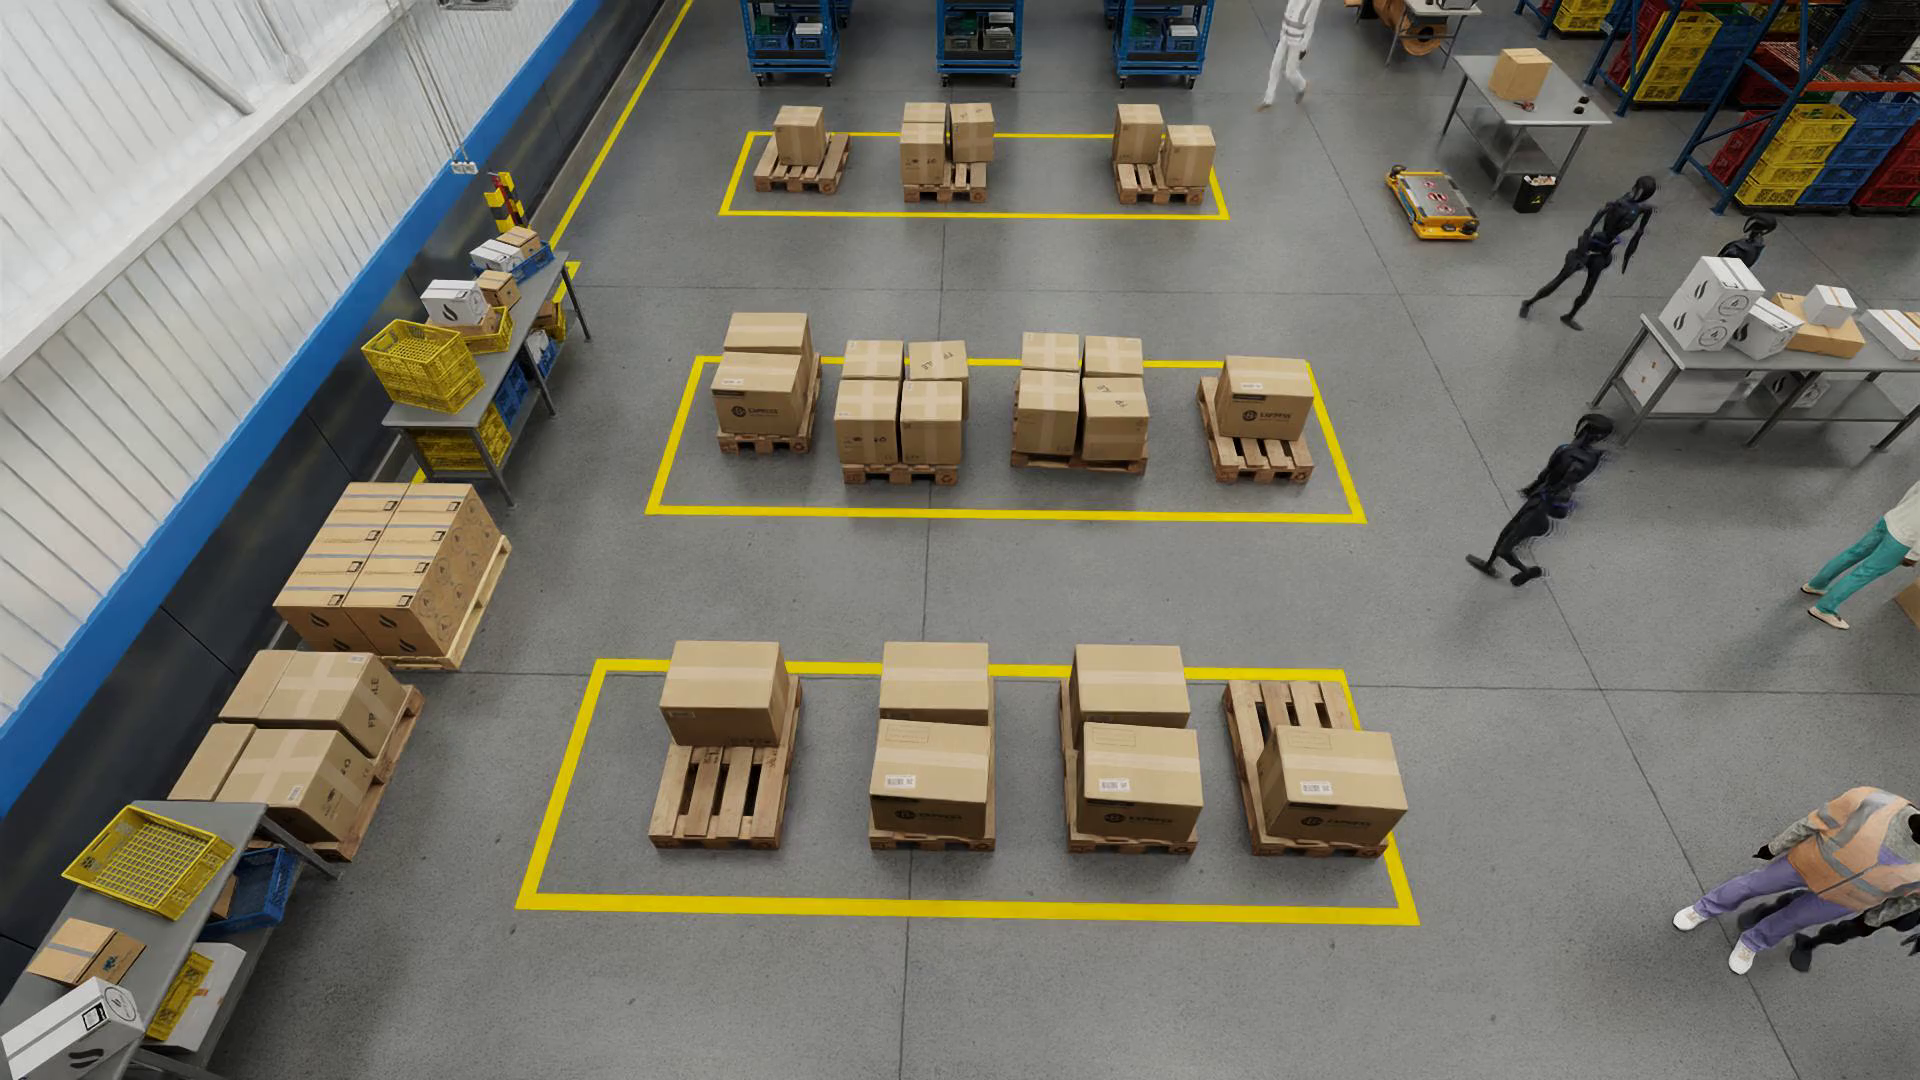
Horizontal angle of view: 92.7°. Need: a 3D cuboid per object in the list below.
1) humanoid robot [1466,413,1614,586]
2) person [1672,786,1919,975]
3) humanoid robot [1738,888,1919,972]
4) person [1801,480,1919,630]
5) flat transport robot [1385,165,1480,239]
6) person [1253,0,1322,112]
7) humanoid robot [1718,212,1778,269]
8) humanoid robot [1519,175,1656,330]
[{"bbox_3d":[4.350,-0.242,6.814,0.488,1.637,0.646,22,53,18],"label":"humanoid robot"},{"bbox_3d":[4.640,1.803,4.876,0.365,1.928,0.584,-30,56,-24],"label":"person"},{"bbox_3d":[4.978,1.895,4.958,0.353,1.652,0.602,-31,56,-24],"label":"humanoid robot"},{"bbox_3d":[6.817,-0.054,6.588,0.314,1.768,0.524,18,51,15],"label":"person"},{"bbox_3d":[5.692,-4.094,11.059,0.652,0.197,1.431,1,49,1],"label":"flat transport robot"},{"bbox_3d":[4.515,-6.734,12.309,0.728,1.860,0.584,-21,52,-17],"label":"person"},{"bbox_3d":[7.008,-2.292,8.574,0.588,1.660,0.328,-24,53,-19],"label":"humanoid robot"},{"bbox_3d":[6.283,-2.847,9.071,0.750,1.638,0.514,1,49,1],"label":"humanoid robot"}]
